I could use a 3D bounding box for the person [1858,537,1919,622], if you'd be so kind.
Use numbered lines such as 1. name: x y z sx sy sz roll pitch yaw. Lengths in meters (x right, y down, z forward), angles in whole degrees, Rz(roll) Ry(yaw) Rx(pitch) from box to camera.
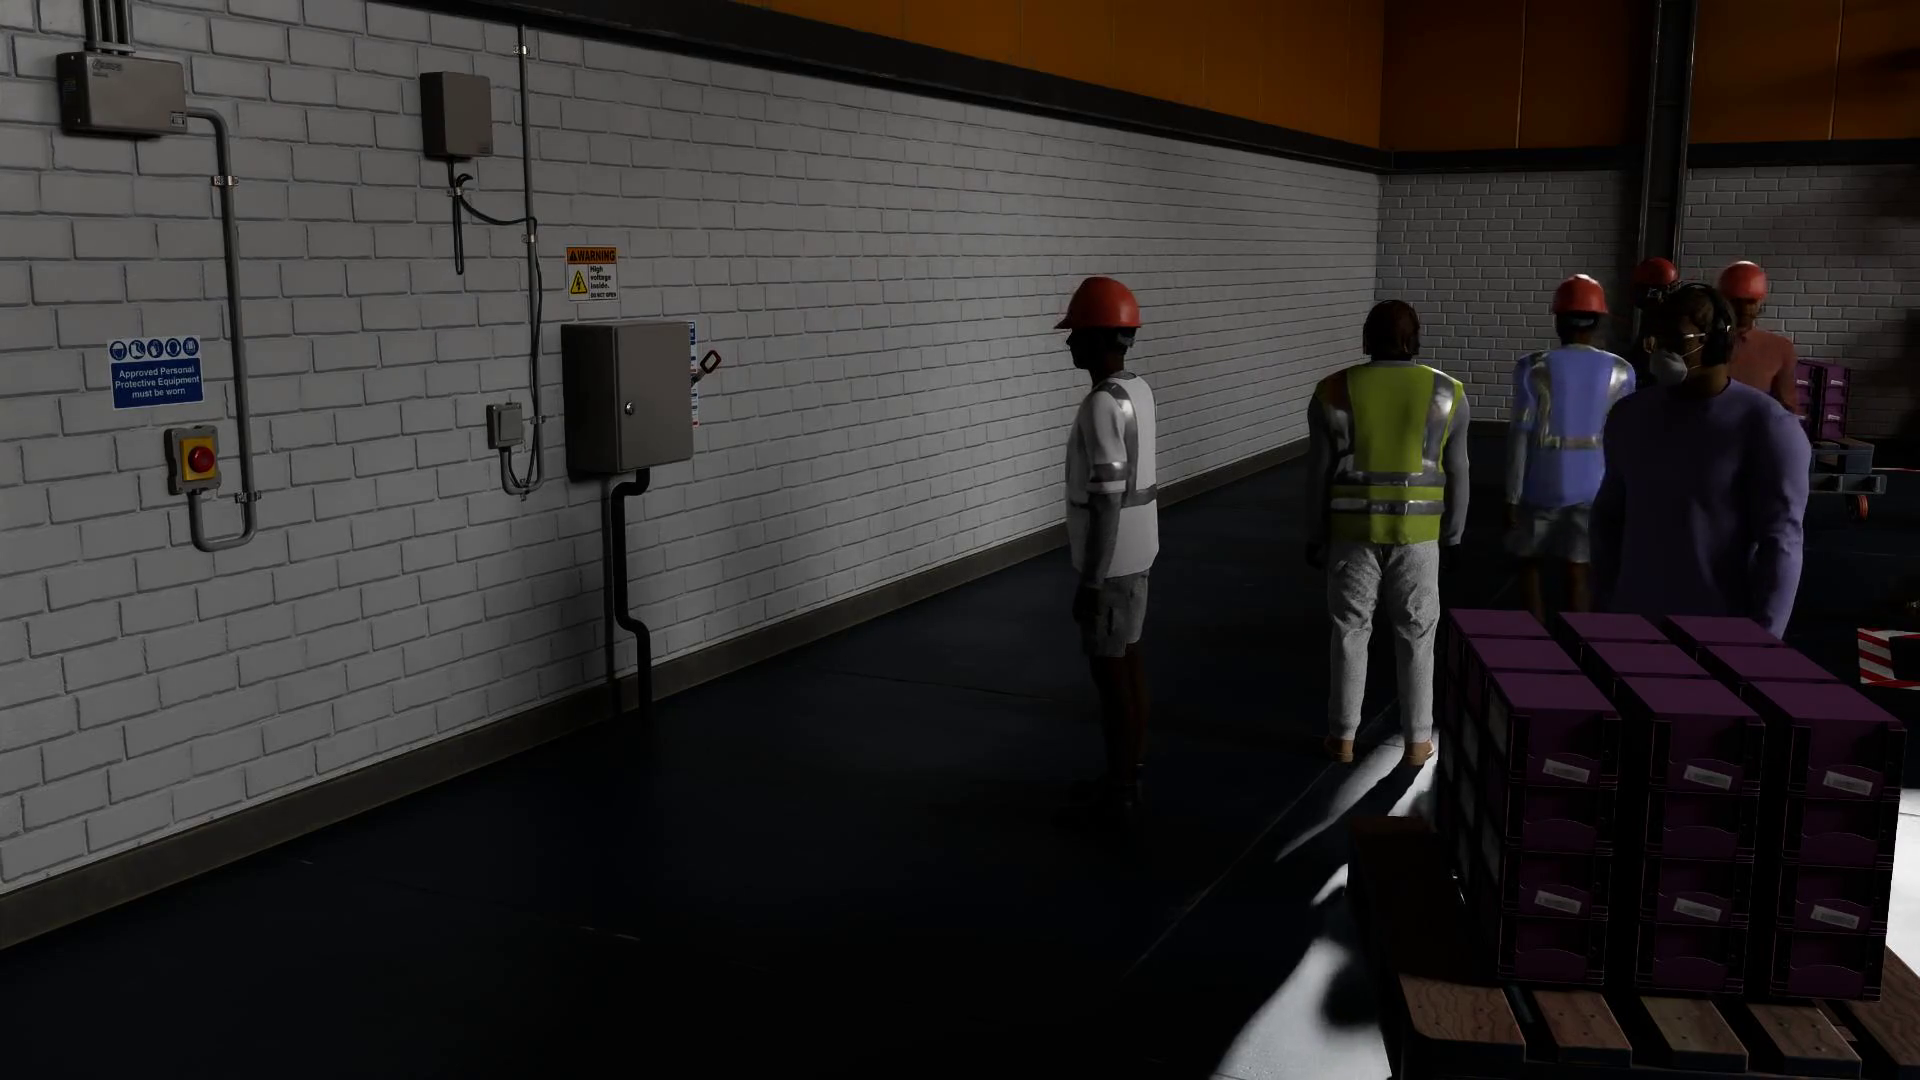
1. person: 5.509 -0.435 8.911 1.013 1.883 0.660 1 10 7

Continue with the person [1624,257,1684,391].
1. person: 4.275 -0.749 10.341 0.379 1.996 0.611 4 10 21

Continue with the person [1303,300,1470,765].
1. person: 1.679 -0.024 6.596 0.634 1.839 0.429 2 10 11

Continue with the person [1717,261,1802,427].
1. person: 3.915 -0.412 8.443 0.641 1.967 0.646 2 10 11

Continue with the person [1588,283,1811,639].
1. person: 2.060 0.244 4.756 0.355 1.937 0.634 -6 11 -30

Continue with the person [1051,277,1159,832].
1. person: 0.502 0.058 5.836 0.371 1.939 0.543 4 10 20

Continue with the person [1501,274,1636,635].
1. person: 2.745 -0.232 7.549 0.579 1.921 0.425 1 10 4
